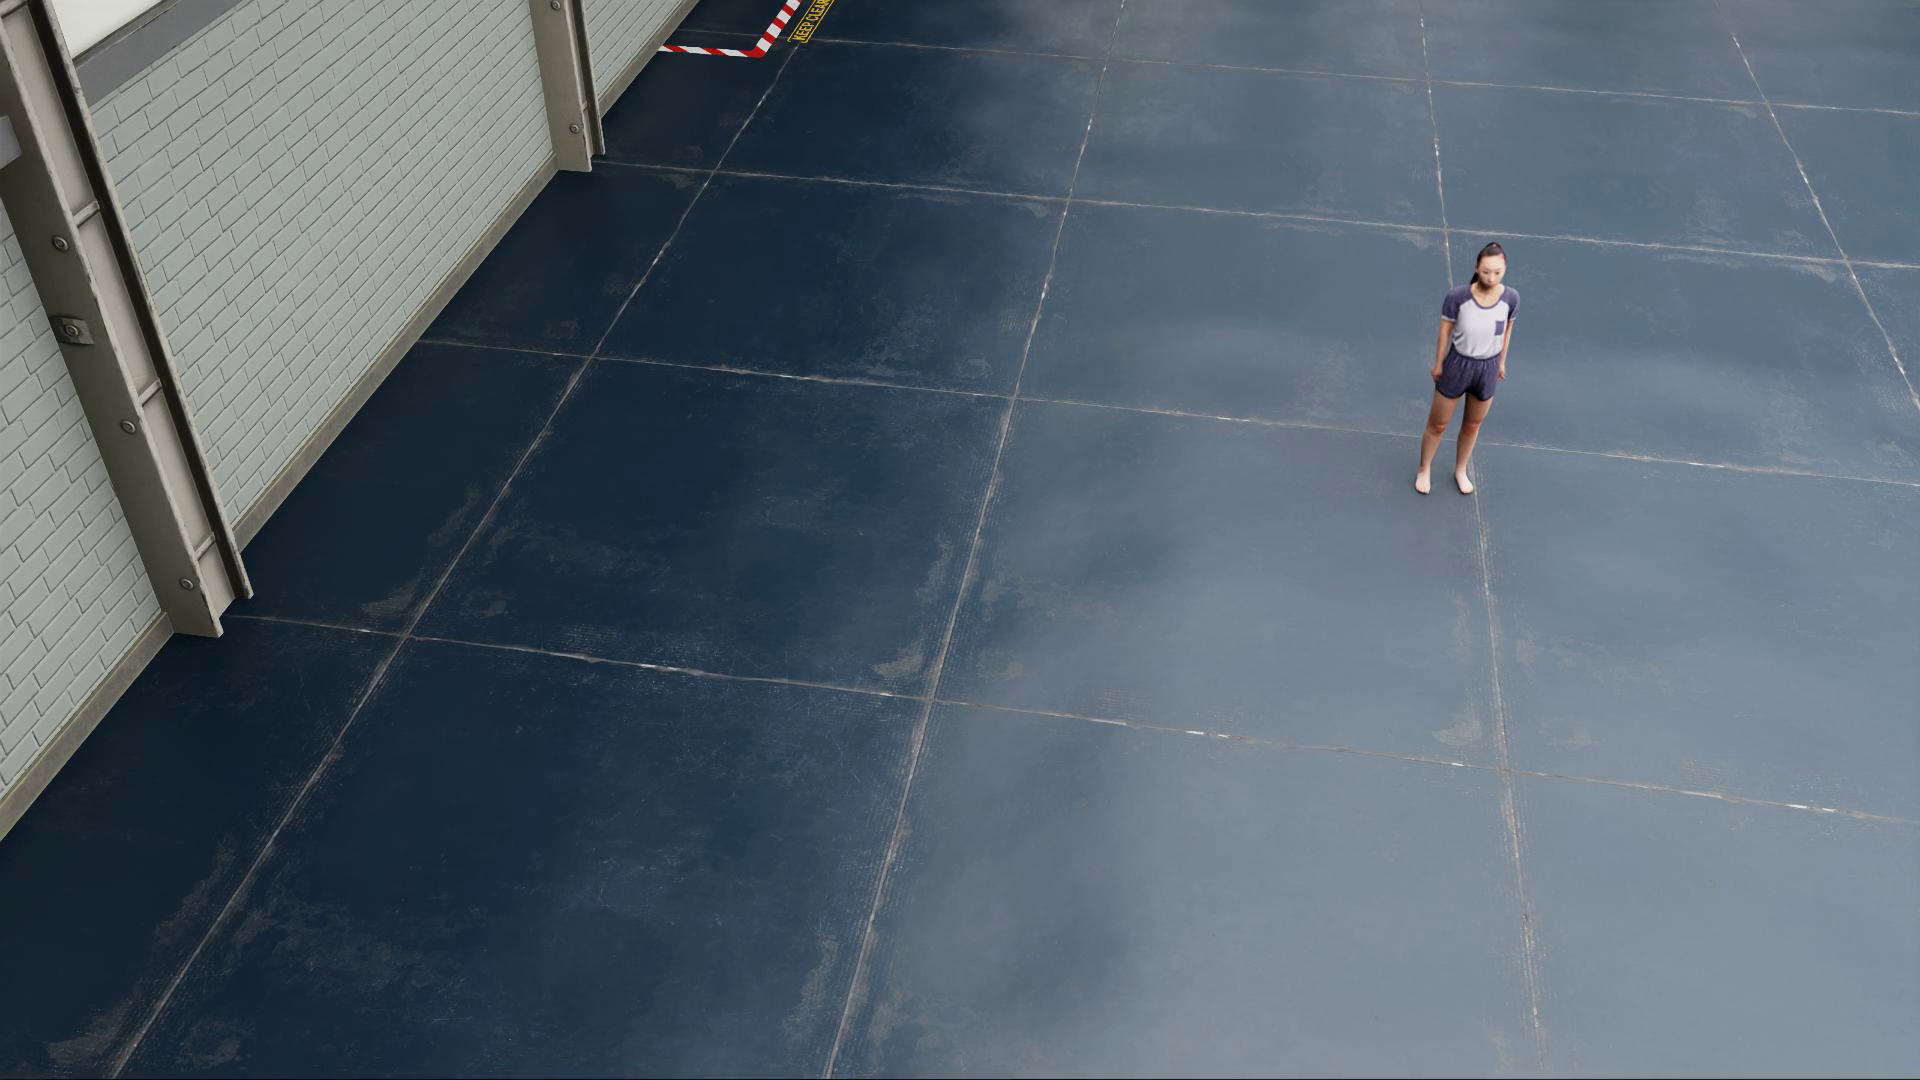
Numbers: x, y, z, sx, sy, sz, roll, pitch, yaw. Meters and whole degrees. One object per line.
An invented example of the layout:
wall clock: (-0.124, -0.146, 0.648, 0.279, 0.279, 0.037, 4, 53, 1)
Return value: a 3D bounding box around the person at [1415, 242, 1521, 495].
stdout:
person: (3.040, -1.016, 9.970, 0.633, 1.650, 0.578, 0, 38, 0)
